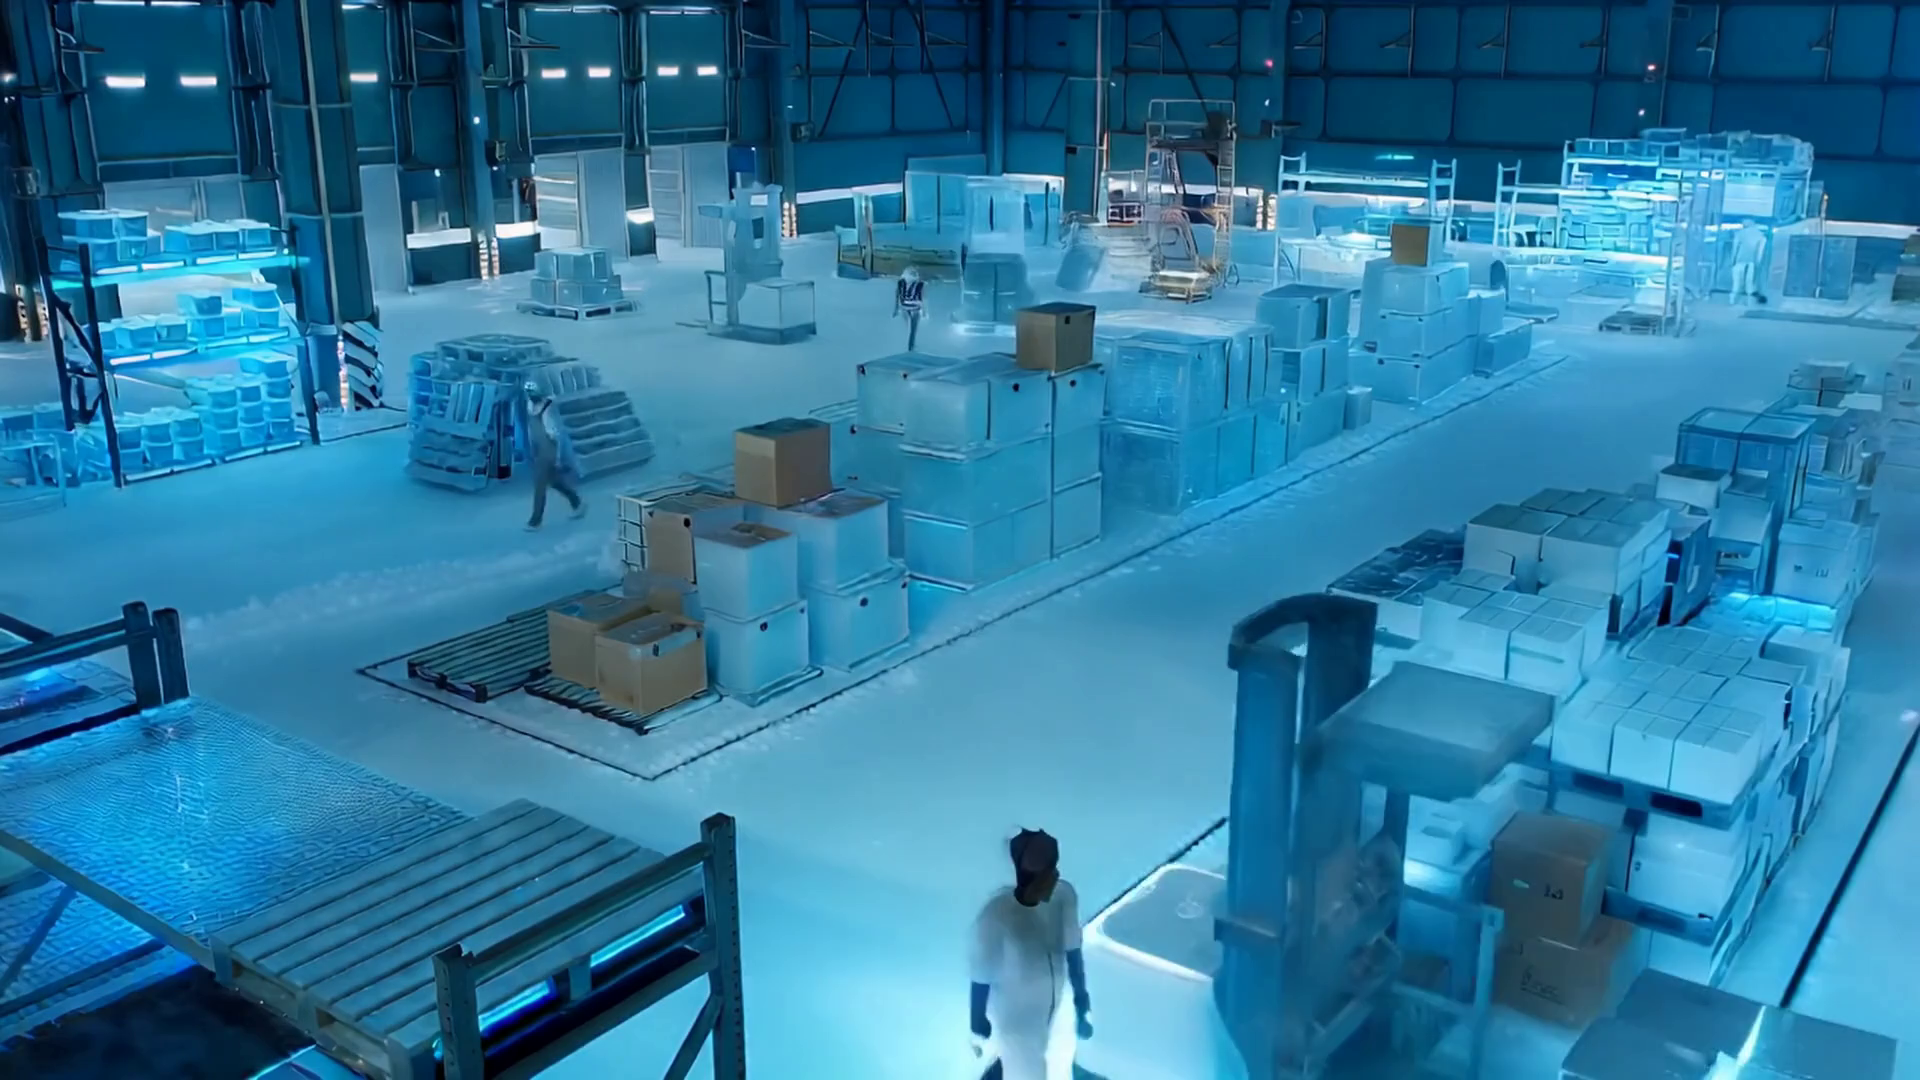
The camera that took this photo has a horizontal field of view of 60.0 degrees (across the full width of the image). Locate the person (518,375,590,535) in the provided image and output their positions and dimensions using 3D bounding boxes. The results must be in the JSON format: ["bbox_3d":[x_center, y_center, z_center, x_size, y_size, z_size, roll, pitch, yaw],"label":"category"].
[{"bbox_3d":[-4.668,-1.011,18.954,0.916,1.813,0.521,-14,22,-40],"label":"person"}]

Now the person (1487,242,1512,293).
[{"bbox_3d":[9.657,-4.450,30.158,0.571,1.923,0.554,6,18,19],"label":"person"}]

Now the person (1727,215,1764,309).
[{"bbox_3d":[16.229,-5.741,34.397,0.627,1.934,0.372,0,17,0],"label":"person"}]

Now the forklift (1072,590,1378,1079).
[{"bbox_3d":[1.605,1.696,8.157,1.873,2.768,1.129,12,21,35],"label":"forklift"}]

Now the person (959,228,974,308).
[{"bbox_3d":[0.184,-5.214,32.796,0.600,1.848,0.878,9,19,28],"label":"person"}]

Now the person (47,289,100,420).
[{"bbox_3d":[-12.998,-2.702,24.332,0.544,1.936,0.359,6,18,18],"label":"person"}]

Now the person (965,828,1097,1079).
[{"bbox_3d":[0.282,2.228,8.042,0.606,1.927,0.953,-15,22,-41],"label":"person"}]

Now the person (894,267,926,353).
[{"bbox_3d":[-0.872,-4.024,29.289,0.536,1.594,0.872,6,18,18],"label":"person"}]

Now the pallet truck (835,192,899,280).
[{"bbox_3d":[-1.936,-7.159,38.982,1.885,1.965,0.823,-12,21,-34],"label":"pallet truck"}]

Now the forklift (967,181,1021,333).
[{"bbox_3d":[0.691,-5.441,31.791,1.129,2.768,1.873,0,17,0],"label":"forklift"}]

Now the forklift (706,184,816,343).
[{"bbox_3d":[-3.717,-5.181,30.929,1.873,2.768,1.129,12,21,35],"label":"forklift"}]
